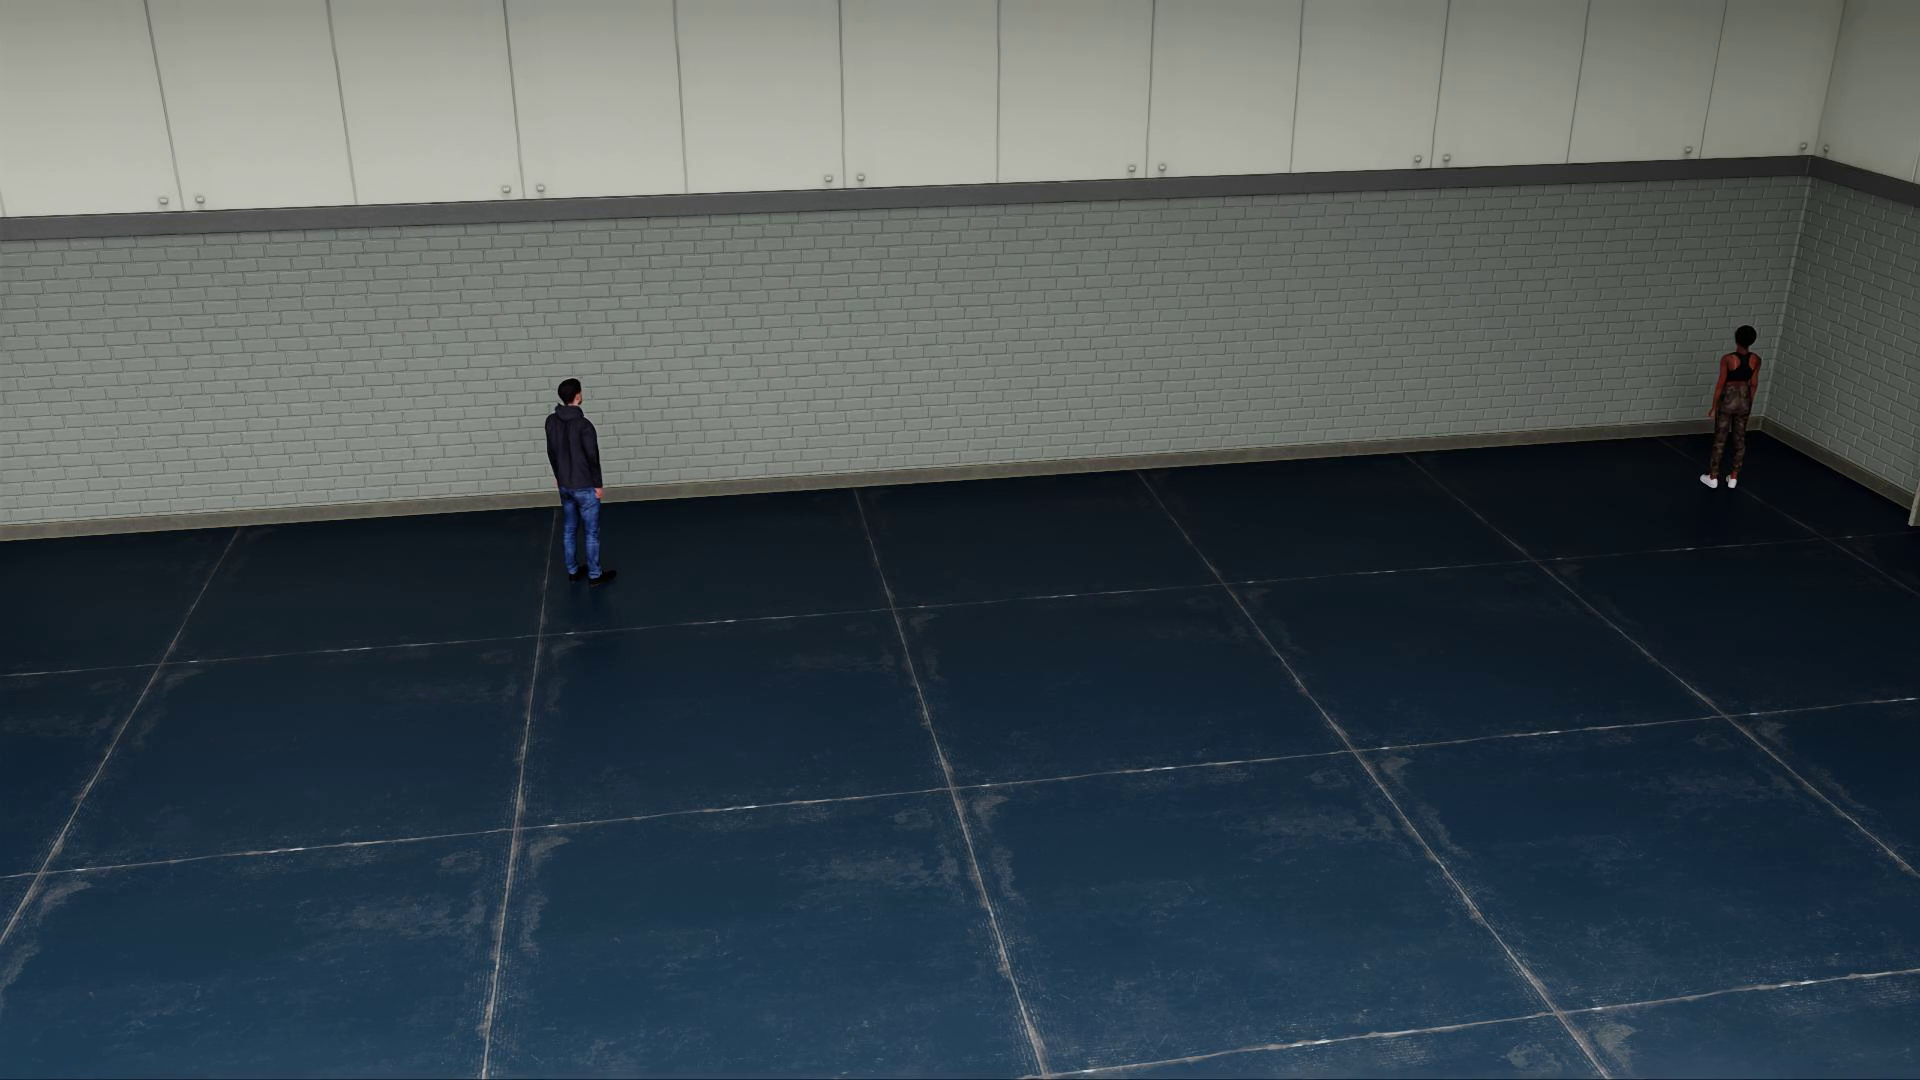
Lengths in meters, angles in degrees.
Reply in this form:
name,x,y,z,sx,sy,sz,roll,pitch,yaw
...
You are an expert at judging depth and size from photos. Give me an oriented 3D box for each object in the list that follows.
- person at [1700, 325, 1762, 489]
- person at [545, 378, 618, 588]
name,x,y,z,sx,sy,sz,roll,pitch,yaw
person,7.850,-1.359,16.887,0.621,1.699,0.607,1,23,3
person,-3.370,-0.503,14.625,0.759,1.895,0.780,11,25,24
